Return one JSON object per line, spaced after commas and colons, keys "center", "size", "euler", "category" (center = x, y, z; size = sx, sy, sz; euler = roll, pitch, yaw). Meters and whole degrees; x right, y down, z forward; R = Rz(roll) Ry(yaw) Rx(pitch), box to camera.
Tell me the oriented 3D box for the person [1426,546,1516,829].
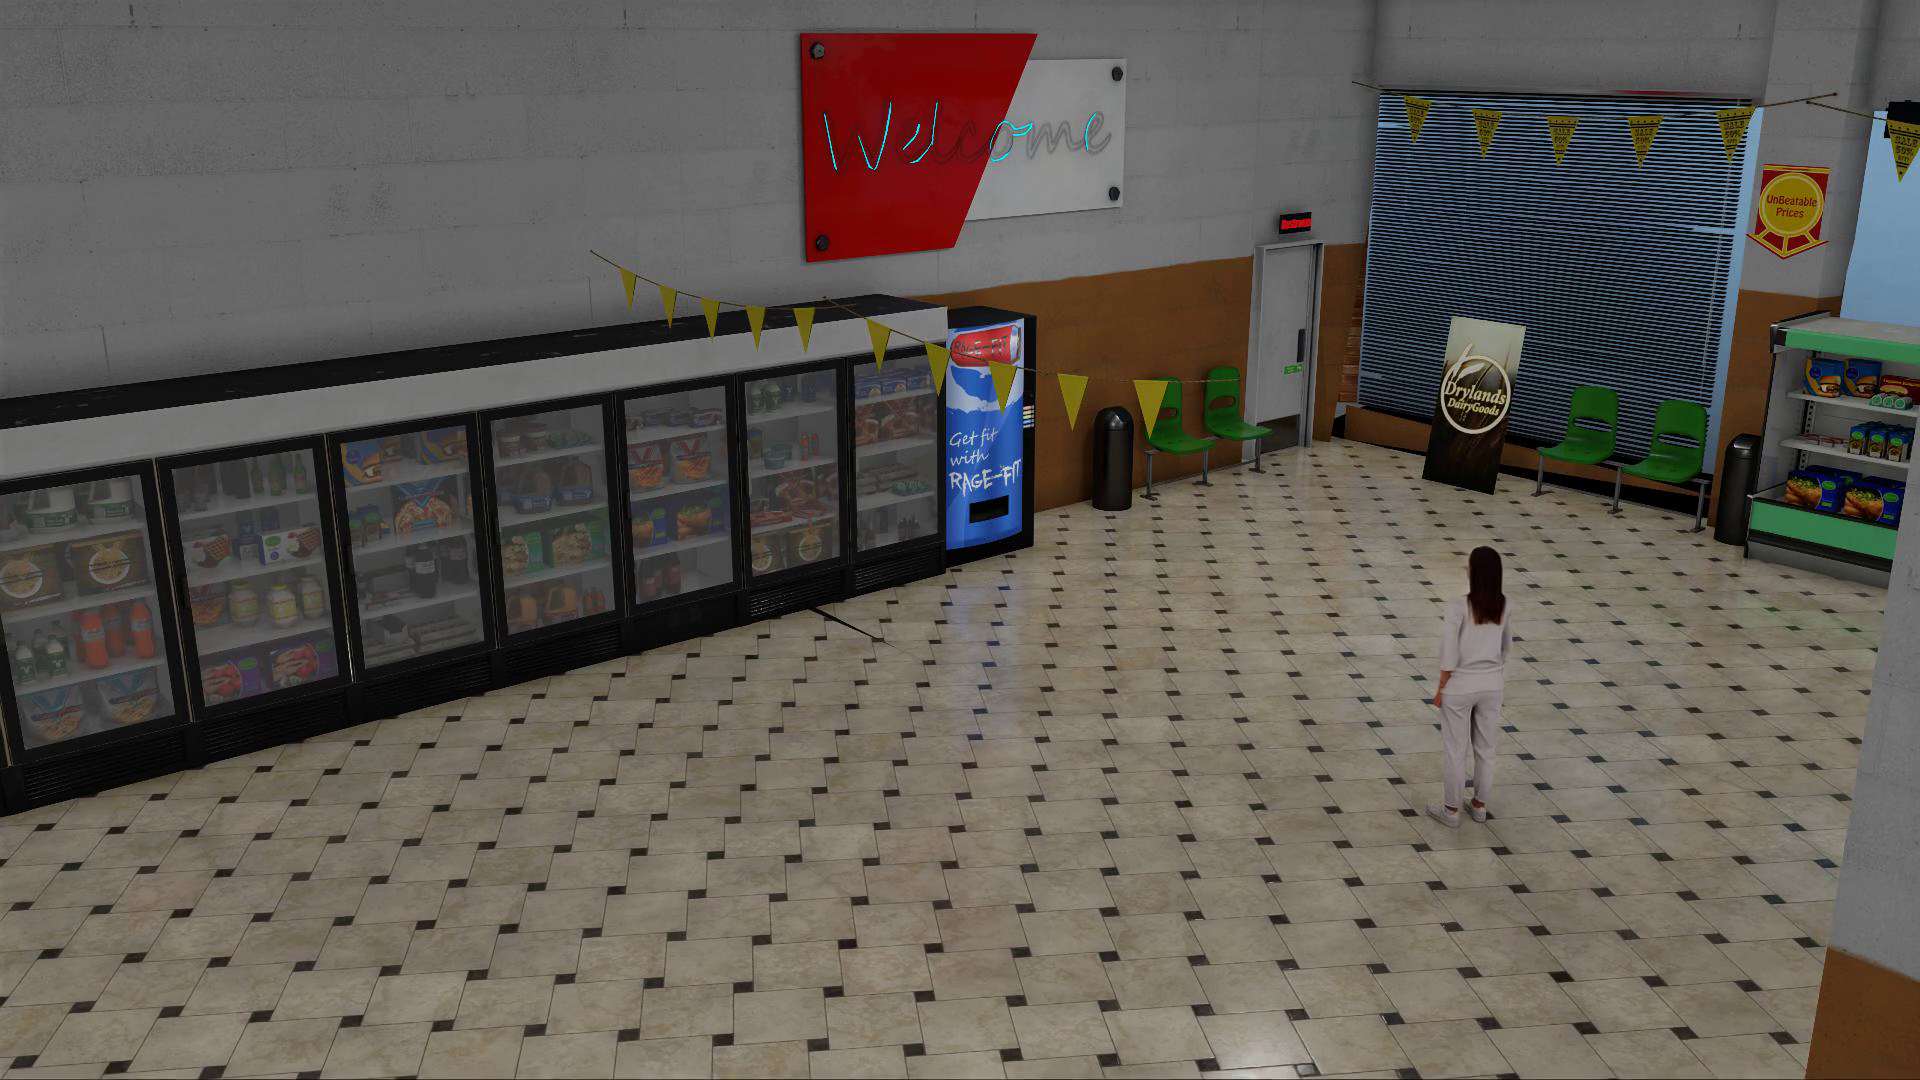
{"center": [2.947, 0.836, 9.559], "size": [0.675, 1.685, 0.670], "euler": [-5, 18, -16], "category": "person"}
